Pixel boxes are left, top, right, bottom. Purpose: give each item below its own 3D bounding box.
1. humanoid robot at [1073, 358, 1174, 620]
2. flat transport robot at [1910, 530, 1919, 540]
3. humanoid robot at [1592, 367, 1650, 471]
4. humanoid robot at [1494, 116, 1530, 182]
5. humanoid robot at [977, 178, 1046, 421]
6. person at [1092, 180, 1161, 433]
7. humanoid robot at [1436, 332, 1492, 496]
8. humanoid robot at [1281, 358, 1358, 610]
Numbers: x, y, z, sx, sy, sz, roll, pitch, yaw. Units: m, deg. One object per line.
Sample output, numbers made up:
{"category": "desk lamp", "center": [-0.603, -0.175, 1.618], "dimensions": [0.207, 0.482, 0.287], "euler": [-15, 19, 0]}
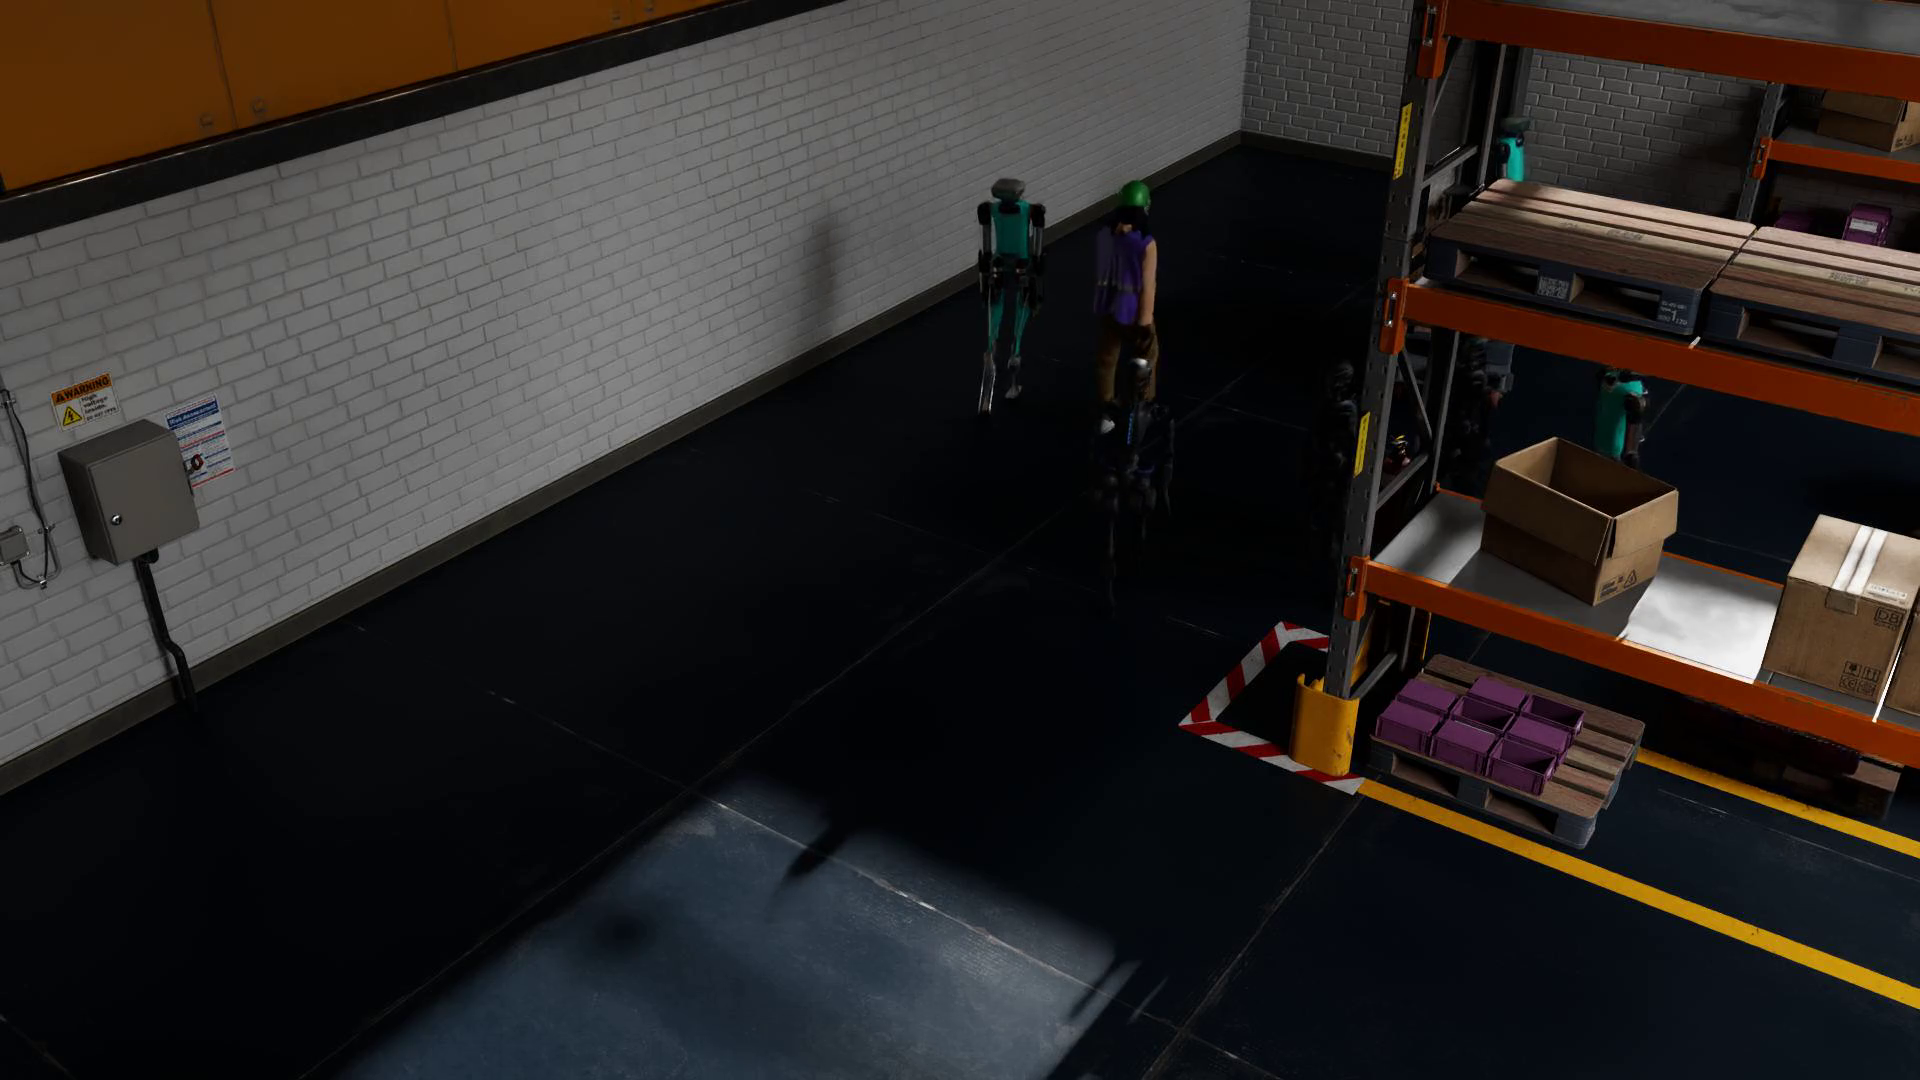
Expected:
{"category": "humanoid robot", "center": [1.009, -0.365, 10.297], "dimensions": [0.607, 1.628, 0.738], "euler": [4, 30, 7]}
{"category": "flat transport robot", "center": [7.148, 0.049, 10.955], "dimensions": [1.431, 0.231, 0.659], "euler": [-2, 30, -4]}
{"category": "humanoid robot", "center": [4.127, -0.297, 10.148], "dimensions": [0.683, 1.851, 0.545], "euler": [-2, 30, -3]}
{"category": "humanoid robot", "center": [4.908, -2.747, 14.339], "dimensions": [1.034, 1.717, 0.545], "euler": [17, 34, 27]}
{"category": "humanoid robot", "center": [0.316, -1.758, 12.677], "dimensions": [0.558, 1.834, 0.886], "euler": [8, 31, 14]}
{"category": "person", "center": [1.291, -1.755, 12.440], "dimensions": [0.537, 1.895, 0.713], "euler": [21, 36, 32]}
{"category": "humanoid robot", "center": [3.238, -0.592, 10.704], "dimensions": [0.671, 1.658, 0.602], "euler": [-9, 31, -15]}
{"category": "humanoid robot", "center": [2.312, -0.364, 10.266], "dimensions": [0.388, 1.639, 0.590], "euler": [-10, 31, -17]}
